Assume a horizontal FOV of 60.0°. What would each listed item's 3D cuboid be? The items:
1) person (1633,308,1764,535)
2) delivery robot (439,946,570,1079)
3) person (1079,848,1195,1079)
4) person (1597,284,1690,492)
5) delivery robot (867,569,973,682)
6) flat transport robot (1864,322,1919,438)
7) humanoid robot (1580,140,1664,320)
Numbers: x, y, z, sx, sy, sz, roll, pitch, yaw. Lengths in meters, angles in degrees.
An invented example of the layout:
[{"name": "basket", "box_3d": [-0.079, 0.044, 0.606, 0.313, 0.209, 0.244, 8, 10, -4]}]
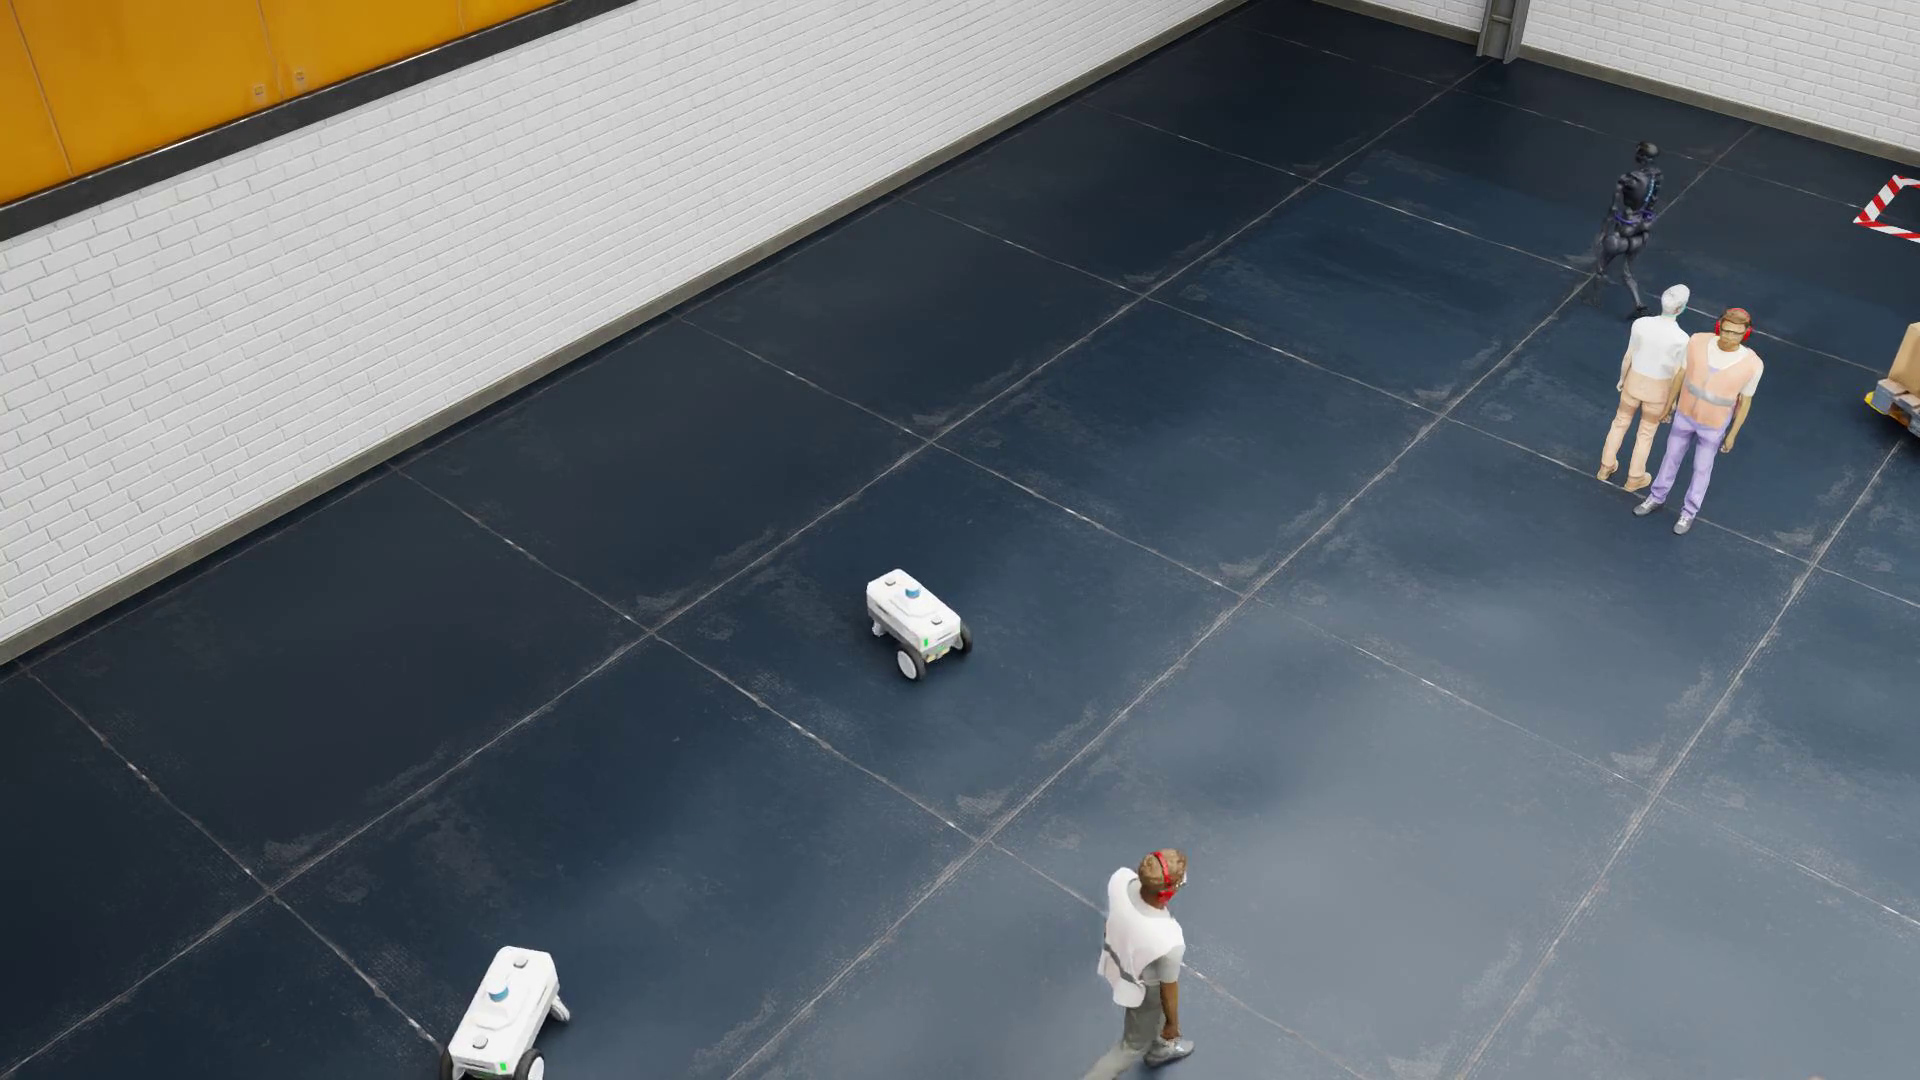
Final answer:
[{"name": "person", "box_3d": [5.417, -0.890, 12.130, 0.380, 1.849, 0.568, -30, 48, -32]}, {"name": "delivery robot", "box_3d": [-2.414, 2.567, 8.866, 0.524, 0.586, 0.738, 7, 39, 9]}, {"name": "person", "box_3d": [0.871, 2.214, 8.309, 0.852, 1.816, 0.574, -16, 41, -18]}, {"name": "person", "box_3d": [5.189, -1.150, 12.536, 0.474, 1.747, 0.321, 32, 48, 33]}, {"name": "delivery robot", "box_3d": [-0.290, 0.552, 11.379, 0.524, 0.602, 0.774, -27, 46, -29]}, {"name": "flat transport robot", "box_3d": [8.097, -0.882, 13.381, 0.659, 0.231, 1.431, -14, 41, -17]}, {"name": "humanoid robot", "box_3d": [5.851, -2.667, 14.492, 0.591, 1.638, 0.615, -17, 42, -20]}]
